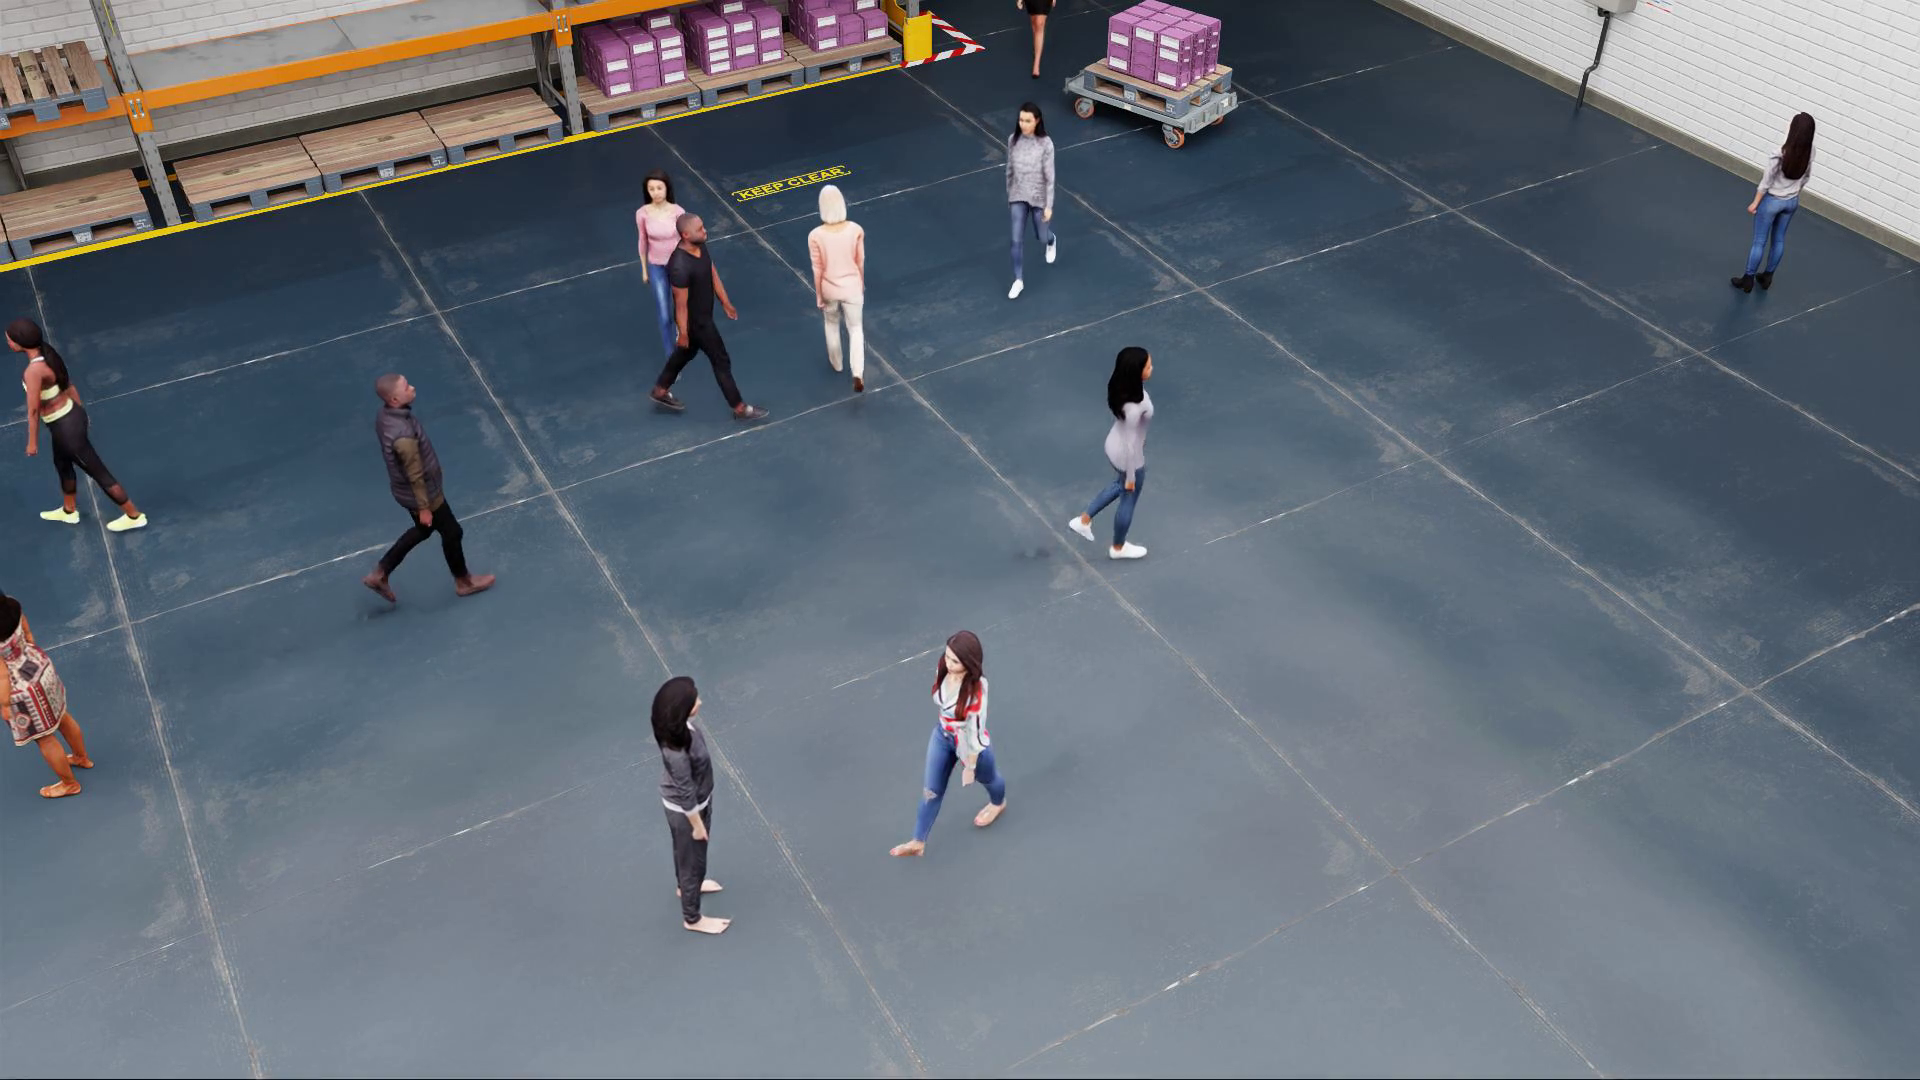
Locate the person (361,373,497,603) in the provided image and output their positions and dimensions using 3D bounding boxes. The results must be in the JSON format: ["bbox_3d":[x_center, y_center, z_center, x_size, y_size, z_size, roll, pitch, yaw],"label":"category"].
[{"bbox_3d":[-3.631,-0.294,10.922,1.084,1.815,0.732,-18,42,-21],"label":"person"}]

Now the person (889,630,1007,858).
[{"bbox_3d":[0.084,1.104,9.366,1.119,1.571,0.768,-30,47,-32],"label":"person"}]

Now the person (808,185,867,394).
[{"bbox_3d":[-0.924,-1.943,13.078,1.017,1.701,0.884,-7,39,-9],"label":"person"}]

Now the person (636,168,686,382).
[{"bbox_3d":[-2.340,-2.222,13.435,1.174,1.691,0.957,-5,39,-6],"label":"person"}]

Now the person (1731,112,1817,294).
[{"bbox_3d":[7.062,-2.905,14.337,0.541,1.633,0.714,-9,40,-11],"label":"person"}]

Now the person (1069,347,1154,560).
[{"bbox_3d":[1.029,-0.565,11.336,0.884,1.722,0.775,-5,39,-6],"label":"person"}]

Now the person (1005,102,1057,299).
[{"bbox_3d":[0.642,-2.977,14.360,0.965,1.717,1.076,15,41,18],"label":"person"}]

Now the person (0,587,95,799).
[{"bbox_3d":[-5.429,0.826,9.655,0.709,1.645,0.725,0,39,0],"label":"person"}]

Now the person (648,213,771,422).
[{"bbox_3d":[-2.096,-1.678,12.688,1.307,1.774,1.154,5,39,6],"label":"person"}]

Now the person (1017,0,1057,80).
[{"bbox_3d":[0.853,-5.949,18.168,1.011,1.609,1.058,8,39,10],"label":"person"}]

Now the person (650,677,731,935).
[{"bbox_3d":[-1.458,1.400,8.846,0.579,1.759,0.630,-11,40,-13],"label":"person"}]

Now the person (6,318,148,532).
[{"bbox_3d":[-6.109,-0.768,11.590,1.053,1.721,0.808,-7,39,-8],"label":"person"}]
